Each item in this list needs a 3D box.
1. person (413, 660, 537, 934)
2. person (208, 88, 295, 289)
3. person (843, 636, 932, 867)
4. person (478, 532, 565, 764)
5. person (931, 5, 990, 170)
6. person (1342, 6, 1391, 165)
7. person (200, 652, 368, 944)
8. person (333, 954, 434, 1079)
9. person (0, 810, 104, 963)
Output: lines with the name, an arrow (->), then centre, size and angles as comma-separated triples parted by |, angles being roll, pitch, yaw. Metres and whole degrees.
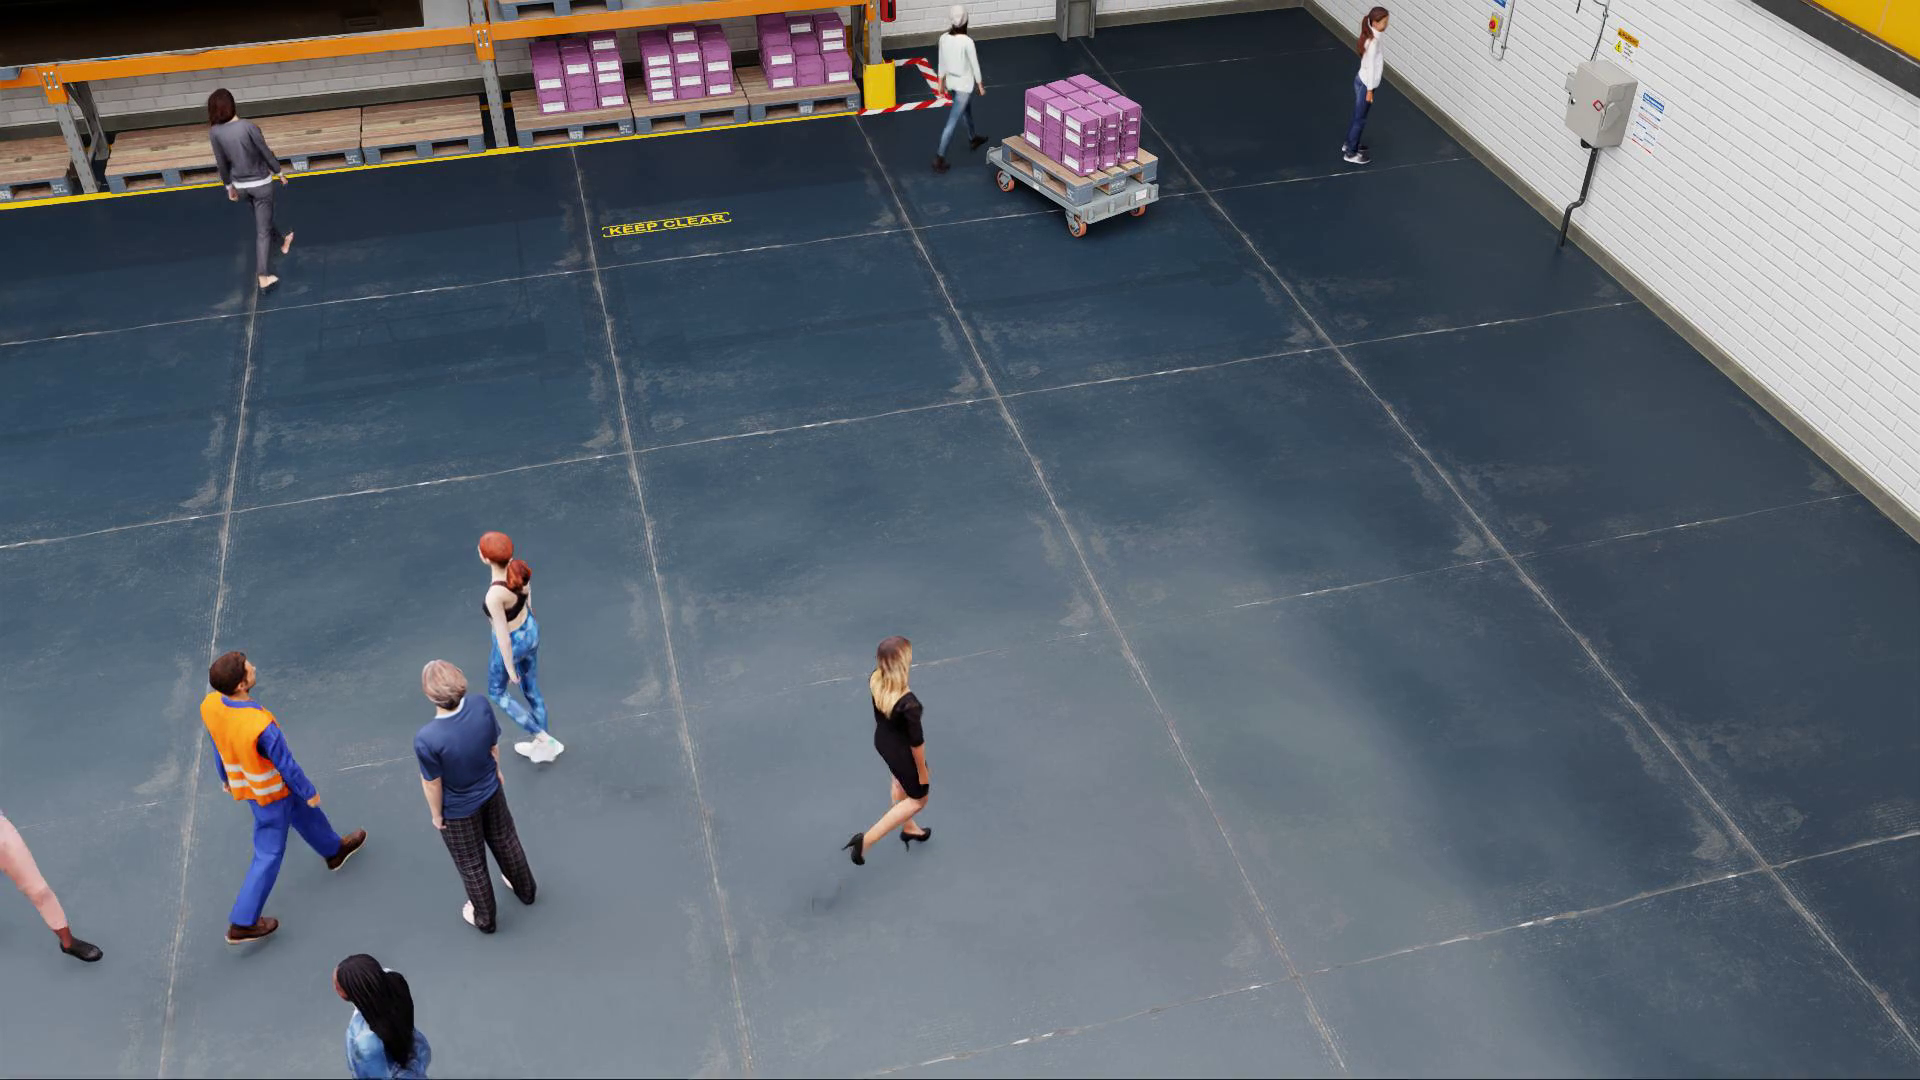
person -> -2.636, 1.381, 8.968 | 0.786, 1.868, 0.698 | 24, 45, 27
person -> -6.249, -3.063, 14.654 | 1.181, 1.717, 0.956 | 3, 39, 4
person -> -0.387, 1.233, 9.319 | 0.930, 1.661, 0.743 | -24, 44, -27
person -> -2.570, 0.681, 9.918 | 0.812, 1.775, 0.746 | 15, 41, 18
person -> -0.049, -4.447, 16.478 | 0.995, 1.601, 1.201 | 28, 46, 30
person -> 4.070, -4.583, 16.686 | 0.604, 1.555, 0.602 | 5, 39, 6
person -> -3.812, 1.407, 8.974 | 1.209, 1.819, 1.305 | 23, 44, 26
person -> -2.505, 2.485, 7.718 | 0.776, 1.702, 0.717 | 2, 39, 2
person -> -5.263, 1.640, 8.795 | 1.253, 1.679, 1.054 | 12, 40, 15
